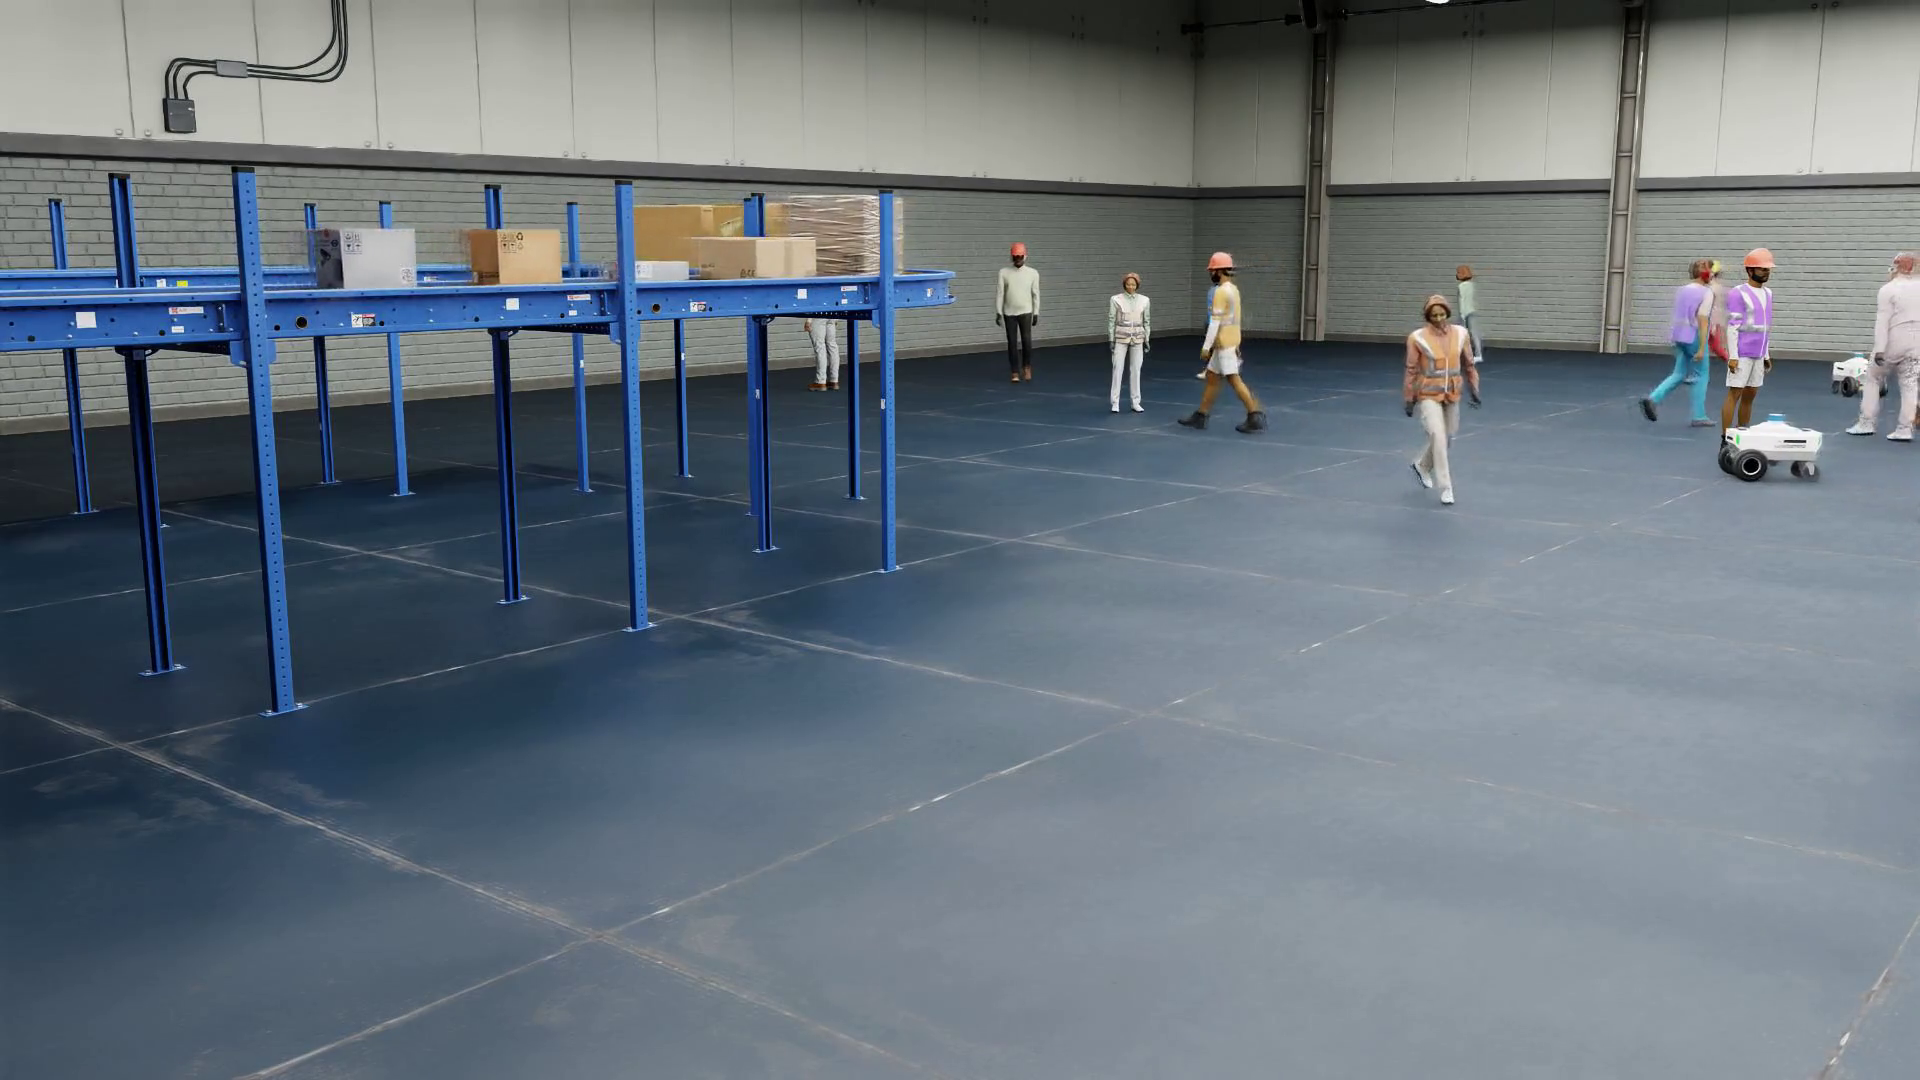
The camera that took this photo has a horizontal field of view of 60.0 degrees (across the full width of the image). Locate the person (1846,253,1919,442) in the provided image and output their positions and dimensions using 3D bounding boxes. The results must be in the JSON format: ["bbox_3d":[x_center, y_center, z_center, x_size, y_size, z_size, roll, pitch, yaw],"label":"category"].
[{"bbox_3d":[9.478,-1.961,16.918,0.650,1.876,0.787,-2,10,-9],"label":"person"}]

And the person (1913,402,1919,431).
[{"bbox_3d":[10.136,-1.971,16.854,0.616,1.930,0.675,-5,11,-26],"label":"person"}]

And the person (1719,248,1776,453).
[{"bbox_3d":[7.443,-1.764,15.654,0.543,1.939,0.360,-6,12,-28],"label":"person"}]

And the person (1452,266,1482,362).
[{"bbox_3d":[8.368,-3.774,27.770,0.863,1.588,0.505,10,14,43],"label":"person"}]

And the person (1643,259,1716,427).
[{"bbox_3d":[7.878,-2.140,18.083,0.751,1.820,0.579,-2,10,-13],"label":"person"}]

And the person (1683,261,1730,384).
[{"bbox_3d":[10.588,-3.047,23.320,0.825,1.737,0.520,6,12,28],"label":"person"}]

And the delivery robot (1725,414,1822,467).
[{"bbox_3d":[6.944,-0.835,14.201,0.707,0.478,0.477,2,10,8],"label":"delivery robot"}]

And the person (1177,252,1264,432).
[{"bbox_3d":[2.825,-2.096,17.658,0.962,1.895,0.550,4,11,20],"label":"person"}]

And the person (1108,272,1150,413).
[{"bbox_3d":[1.990,-2.325,19.597,0.514,1.639,0.310,-2,10,-10],"label":"person"}]

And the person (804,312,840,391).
[{"bbox_3d":[-1.859,-2.990,22.445,0.356,1.938,0.633,8,13,38],"label":"person"}]

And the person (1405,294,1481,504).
[{"bbox_3d":[3.727,-1.126,13.033,0.584,1.604,0.750,-2,10,-12],"label":"person"}]

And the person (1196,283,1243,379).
[{"bbox_3d":[3.828,-3.206,24.340,0.729,1.674,0.535,-2,11,-13],"label":"person"}]

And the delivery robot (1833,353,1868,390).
[{"bbox_3d":[11.776,-2.210,21.817,0.477,0.478,0.707,0,10,2],"label":"delivery robot"}]

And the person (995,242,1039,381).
[{"bbox_3d":[0.816,-3.261,23.830,0.626,1.975,0.483,1,10,6],"label":"person"}]
